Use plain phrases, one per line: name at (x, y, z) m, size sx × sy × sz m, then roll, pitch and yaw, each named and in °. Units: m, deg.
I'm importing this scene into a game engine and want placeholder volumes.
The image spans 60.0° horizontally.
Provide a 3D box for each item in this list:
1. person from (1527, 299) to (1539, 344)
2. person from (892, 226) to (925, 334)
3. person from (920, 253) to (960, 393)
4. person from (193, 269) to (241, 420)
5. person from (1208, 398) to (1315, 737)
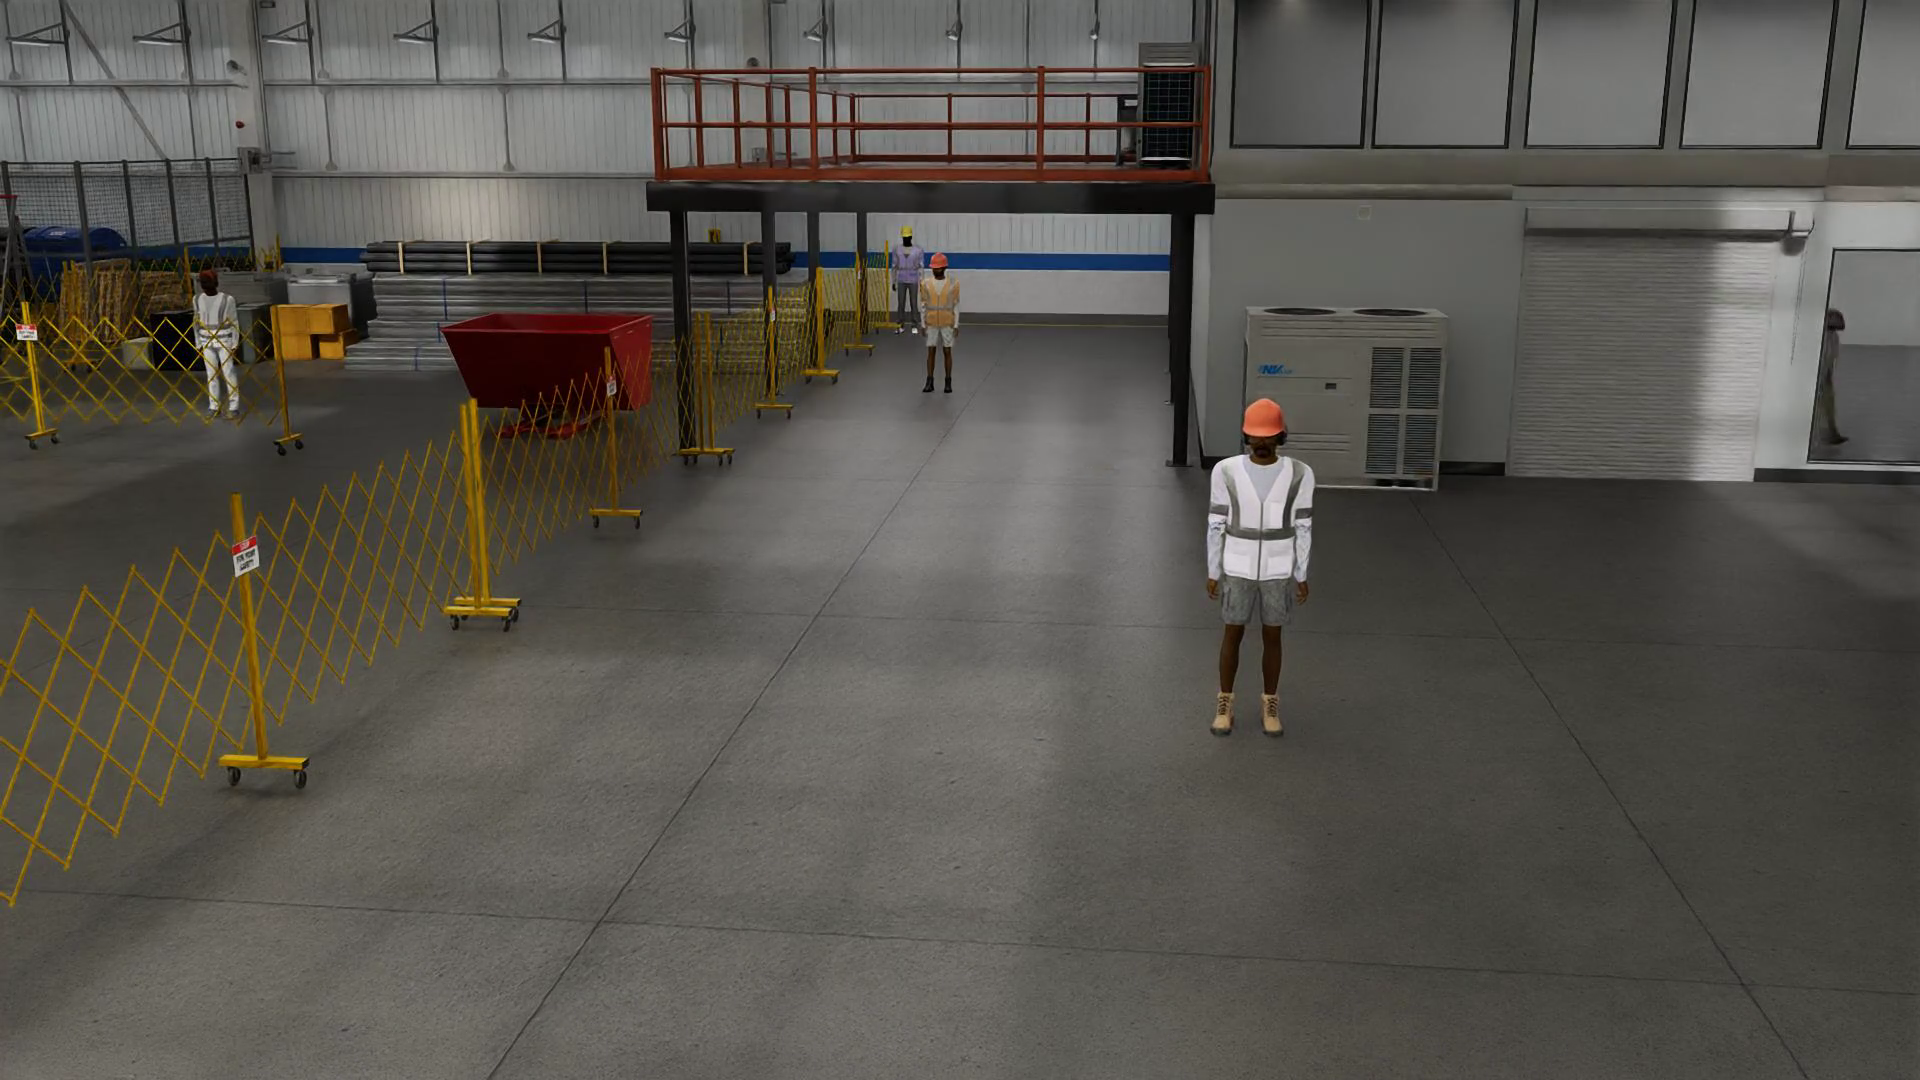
person at (6.098, -1.739, 17.992) m, size 0.514 × 1.871 × 0.327 m, roll 2°, pitch 14°, yaw 8°
person at (-0.932, -4.648, 29.778) m, size 0.590 × 1.926 × 0.388 m, roll 2°, pitch 14°, yaw 8°
person at (-0.278, -2.999, 23.022) m, size 0.548 × 1.934 × 0.376 m, roll 2°, pitch 14°, yaw 8°
person at (-9.321, -2.446, 20.869) m, size 0.576 × 1.881 × 0.354 m, roll 2°, pitch 14°, yaw 8°
person at (1.767, 0.175, 9.822) m, size 0.610 × 2.043 × 0.397 m, roll 2°, pitch 14°, yaw 8°
